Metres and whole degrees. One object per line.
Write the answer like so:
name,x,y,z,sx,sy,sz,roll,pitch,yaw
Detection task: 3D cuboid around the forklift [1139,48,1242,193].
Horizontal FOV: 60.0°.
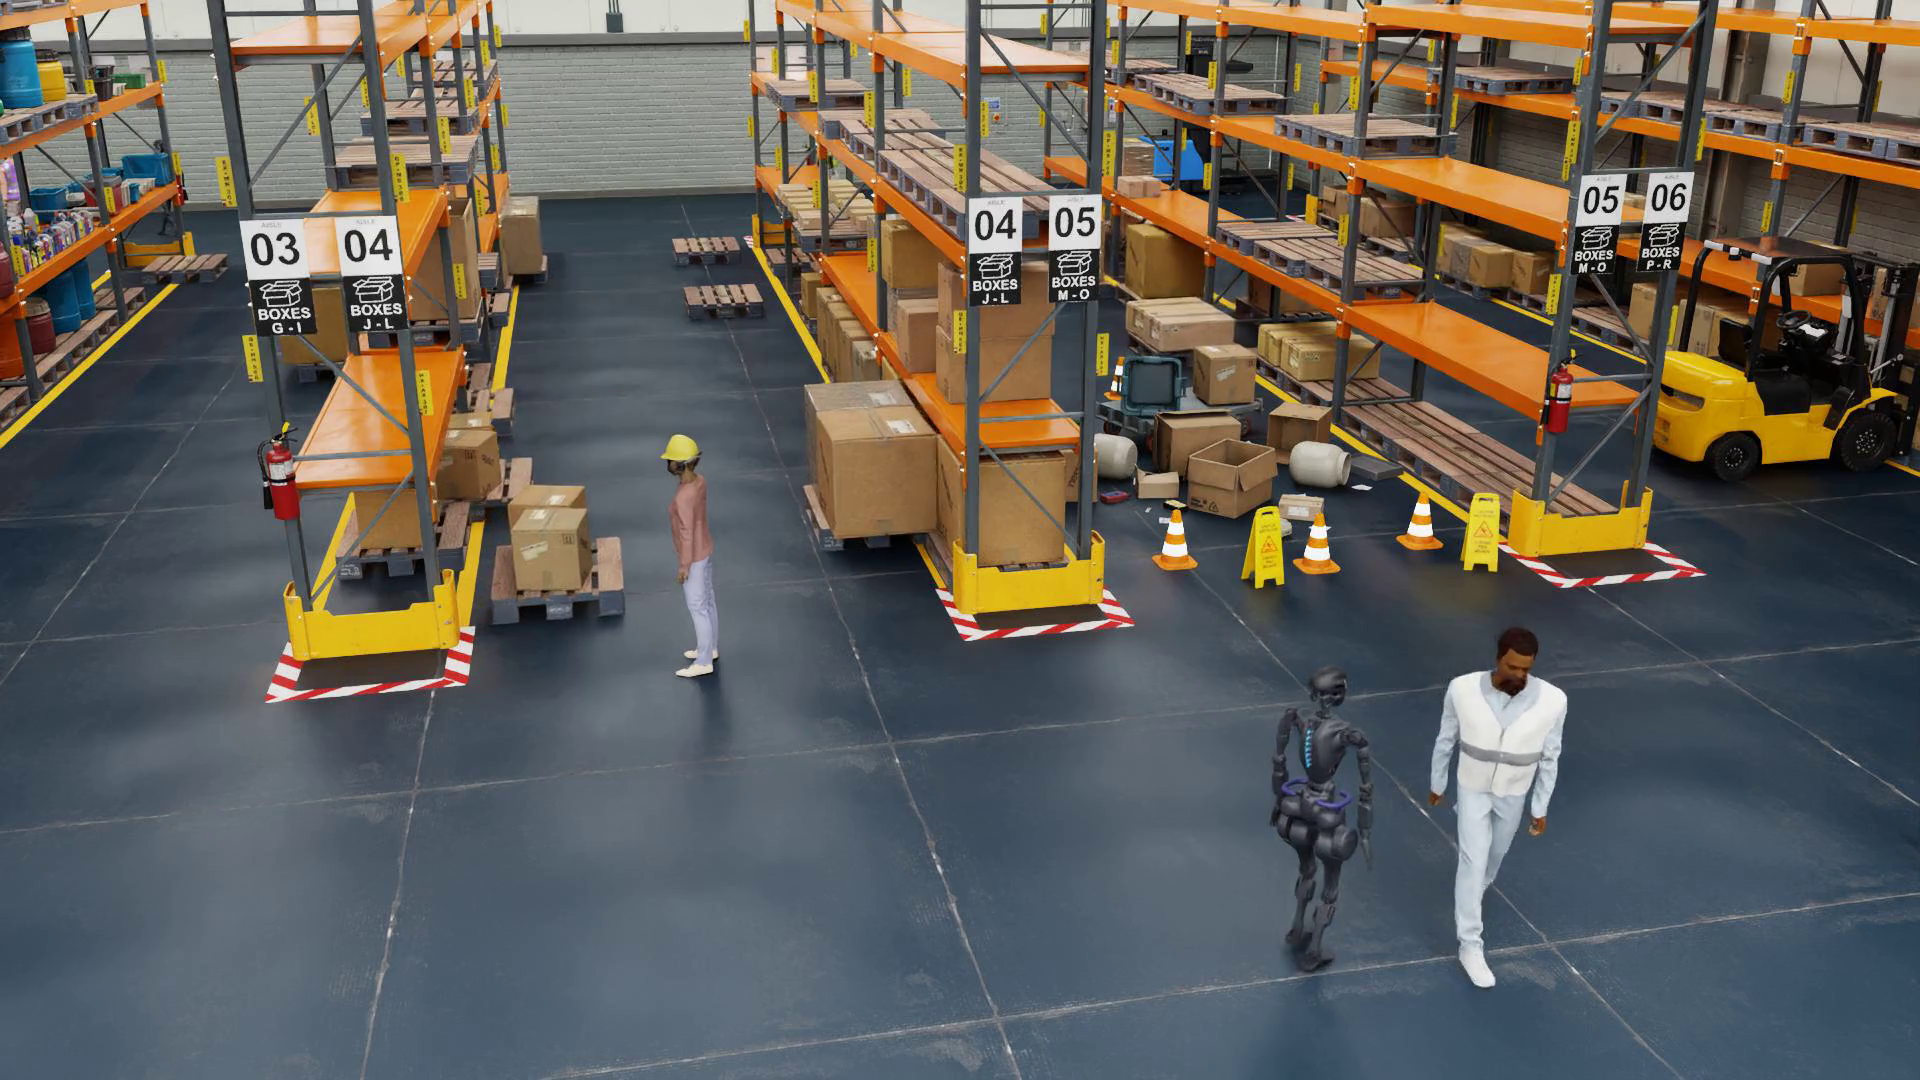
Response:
forklift,4.566,-8.313,32.860,1.873,2.768,1.129,-4,21,-12

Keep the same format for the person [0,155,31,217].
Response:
person,-15.351,-5.547,27.106,0.349,1.688,0.489,11,23,27

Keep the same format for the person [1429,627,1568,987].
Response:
person,2.726,1.254,8.535,0.593,1.874,0.914,3,21,8

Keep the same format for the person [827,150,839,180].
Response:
person,-2.440,-6.875,30.664,0.471,1.681,0.537,-2,20,-5

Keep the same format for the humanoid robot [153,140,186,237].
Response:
humanoid robot,-13.526,-6.003,28.394,0.755,1.630,0.589,8,22,20

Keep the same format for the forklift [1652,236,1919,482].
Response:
forklift,8.013,-1.814,16.330,2.313,2.155,1.214,-4,21,-12

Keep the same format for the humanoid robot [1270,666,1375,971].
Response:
humanoid robot,1.840,1.393,8.423,0.616,1.639,0.371,18,27,40

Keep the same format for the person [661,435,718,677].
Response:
person,-1.907,0.111,11.753,0.324,1.769,0.523,2,20,5
